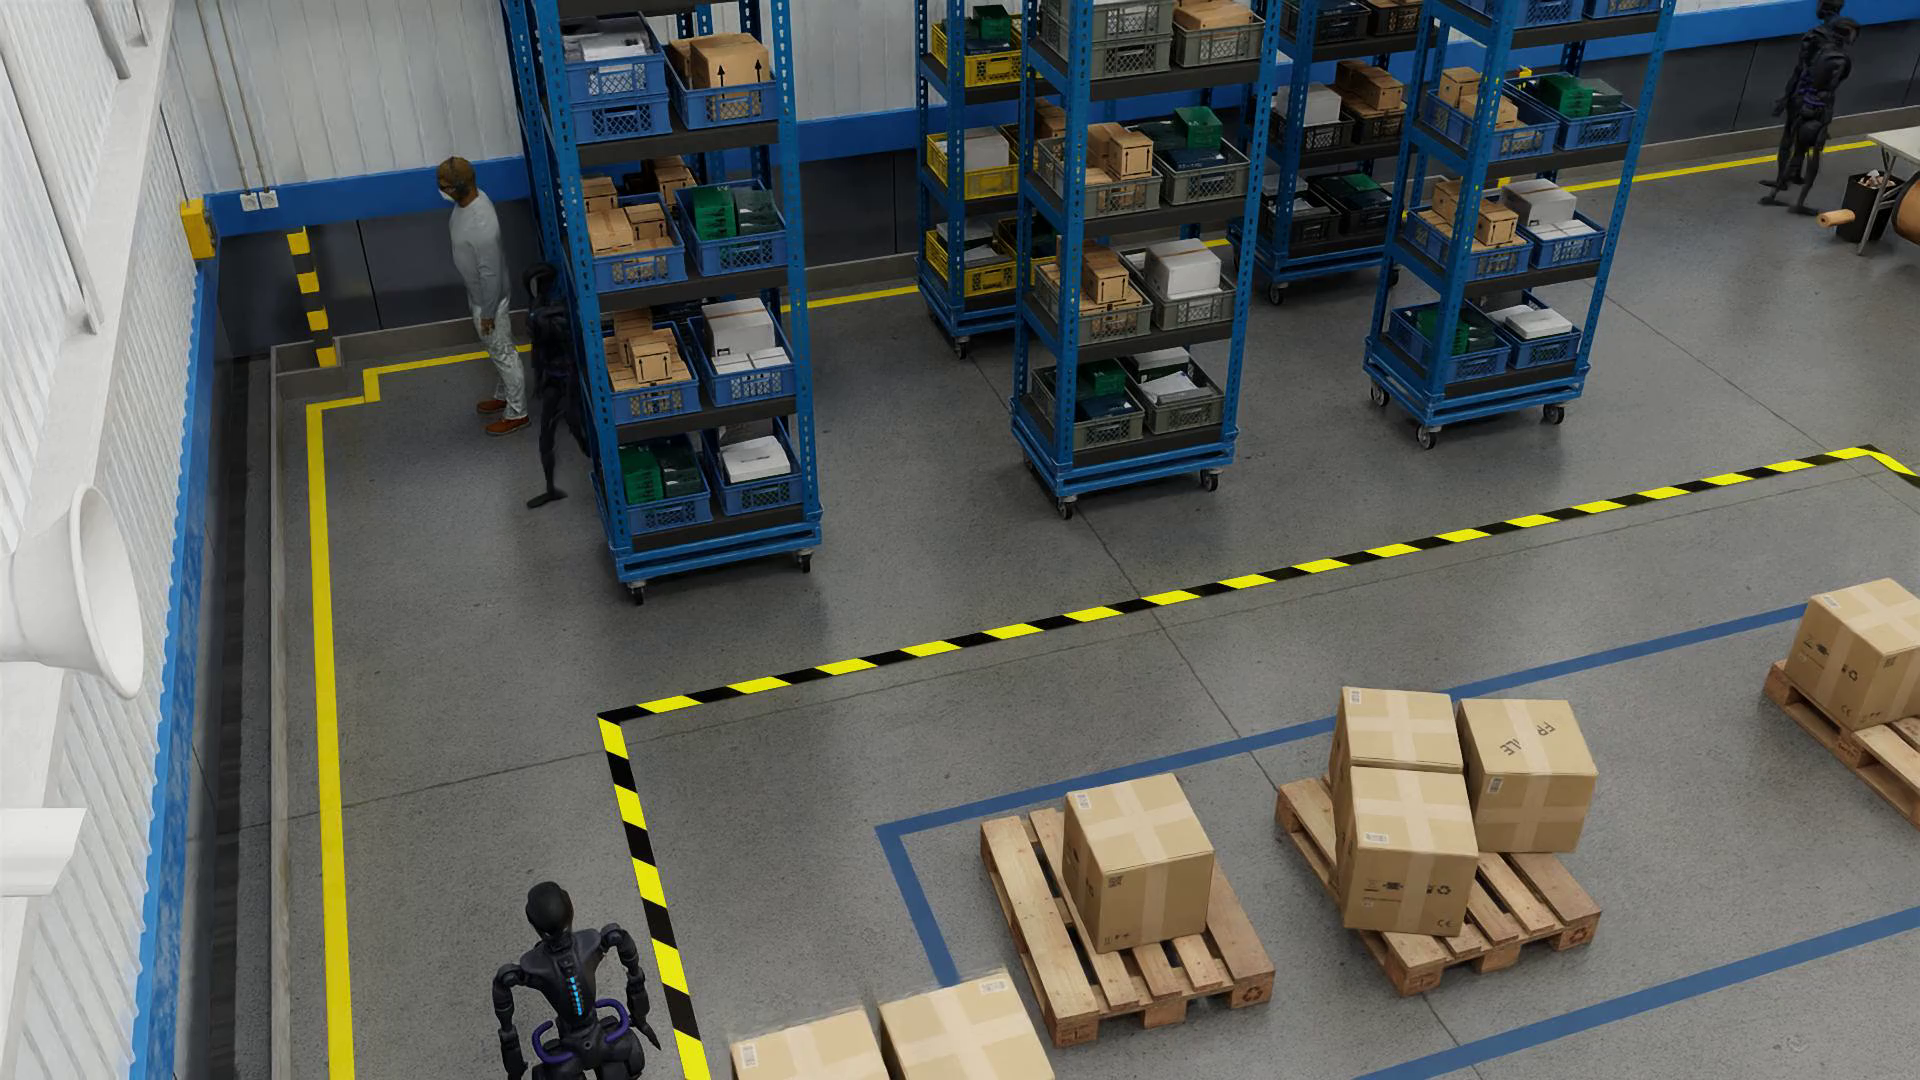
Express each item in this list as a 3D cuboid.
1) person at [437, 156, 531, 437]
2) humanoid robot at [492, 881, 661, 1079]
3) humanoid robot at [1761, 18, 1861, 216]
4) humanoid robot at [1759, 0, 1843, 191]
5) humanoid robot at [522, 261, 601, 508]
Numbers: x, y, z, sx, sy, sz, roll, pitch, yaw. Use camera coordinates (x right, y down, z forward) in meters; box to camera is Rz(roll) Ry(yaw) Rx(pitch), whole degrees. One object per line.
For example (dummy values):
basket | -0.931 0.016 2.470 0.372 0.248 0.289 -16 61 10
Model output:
person | -3.106 -1.595 10.873 0.370 1.934 0.627 -12 37 -17
humanoid robot | -1.402 1.890 6.139 0.599 1.659 0.315 -18 39 -23
humanoid robot | 7.126 -3.533 13.854 0.363 1.651 0.585 7 36 10
humanoid robot | 7.288 -3.836 14.275 0.610 1.651 0.319 -19 39 -25
humanoid robot | -2.410 -0.957 10.238 0.744 1.655 0.611 -23 41 -29
